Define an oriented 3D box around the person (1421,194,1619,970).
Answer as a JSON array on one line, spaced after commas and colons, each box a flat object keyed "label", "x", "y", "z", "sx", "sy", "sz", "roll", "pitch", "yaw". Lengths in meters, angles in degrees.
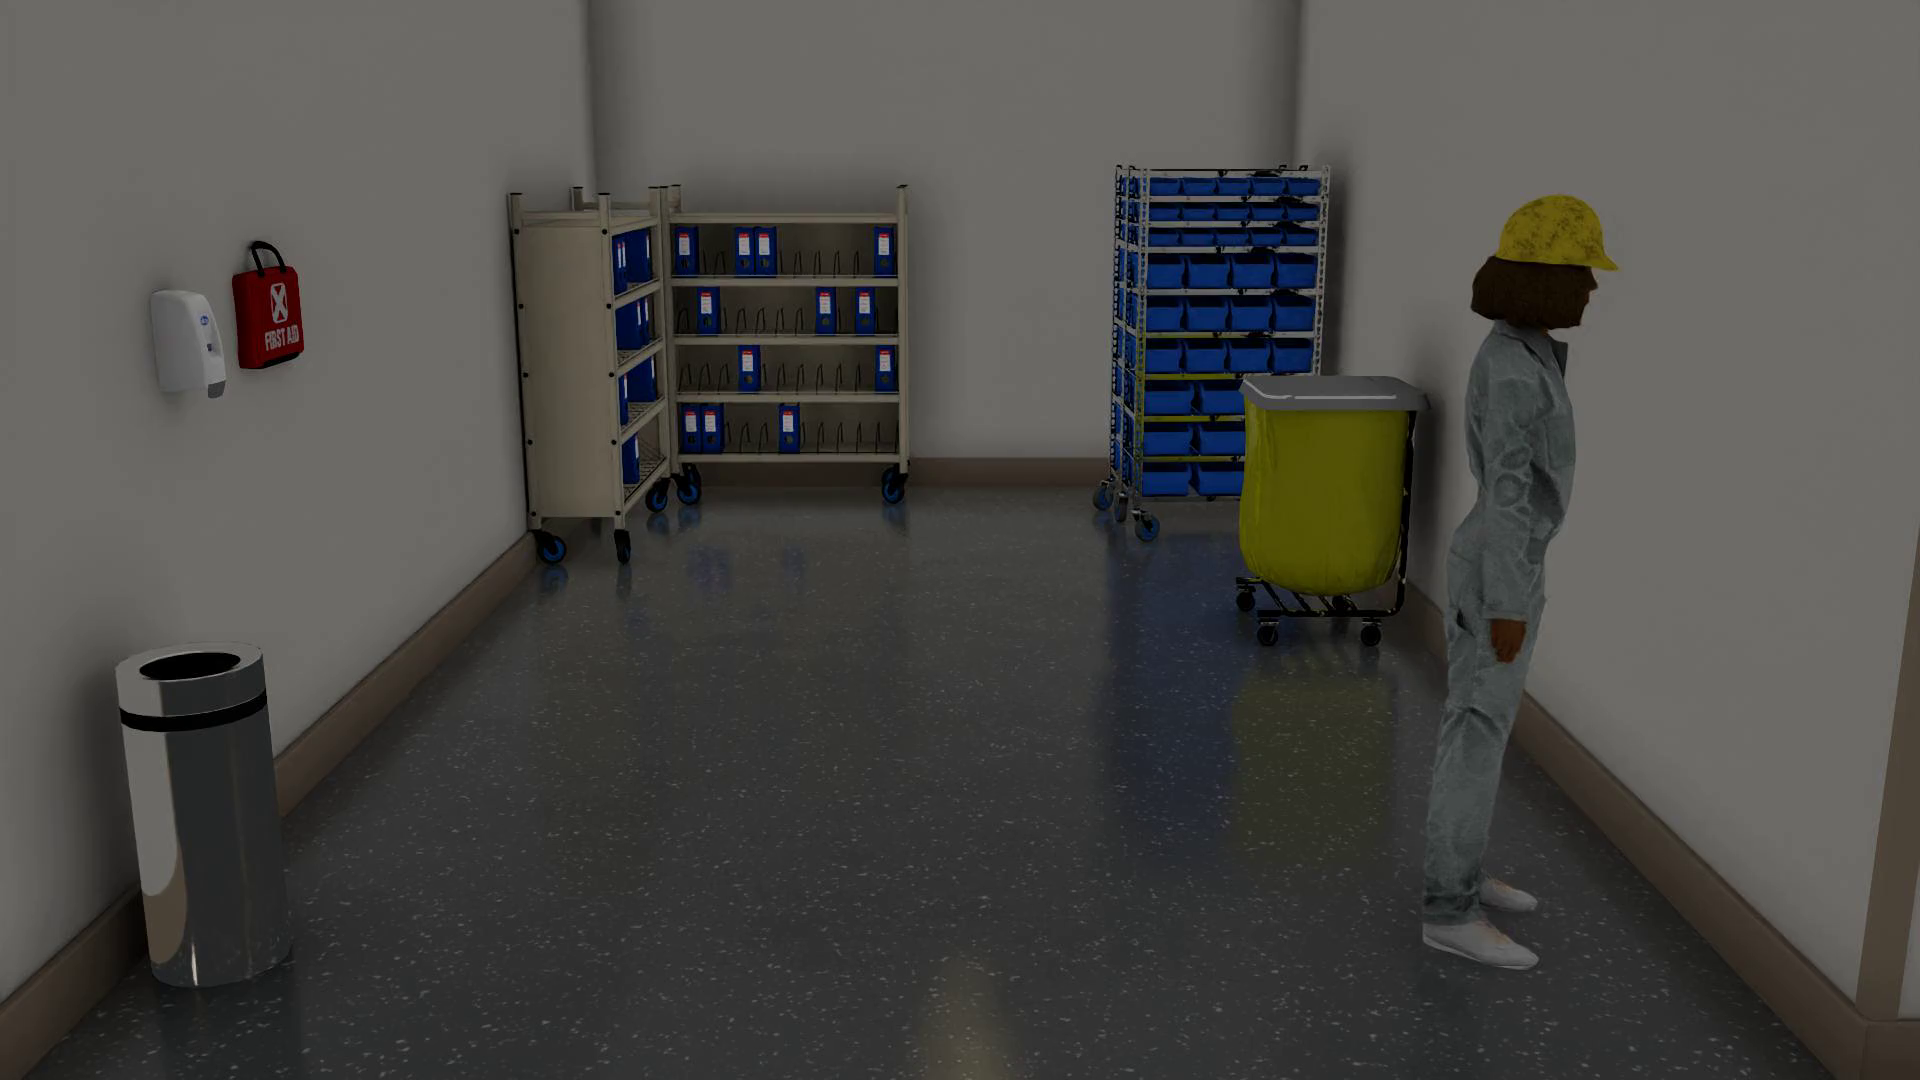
[{"label": "person", "x": 1.271, "y": 0.096, "z": 3.811, "sx": 0.324, "sy": 1.740, "sz": 0.492, "roll": 4, "pitch": 14, "yaw": 18}]
